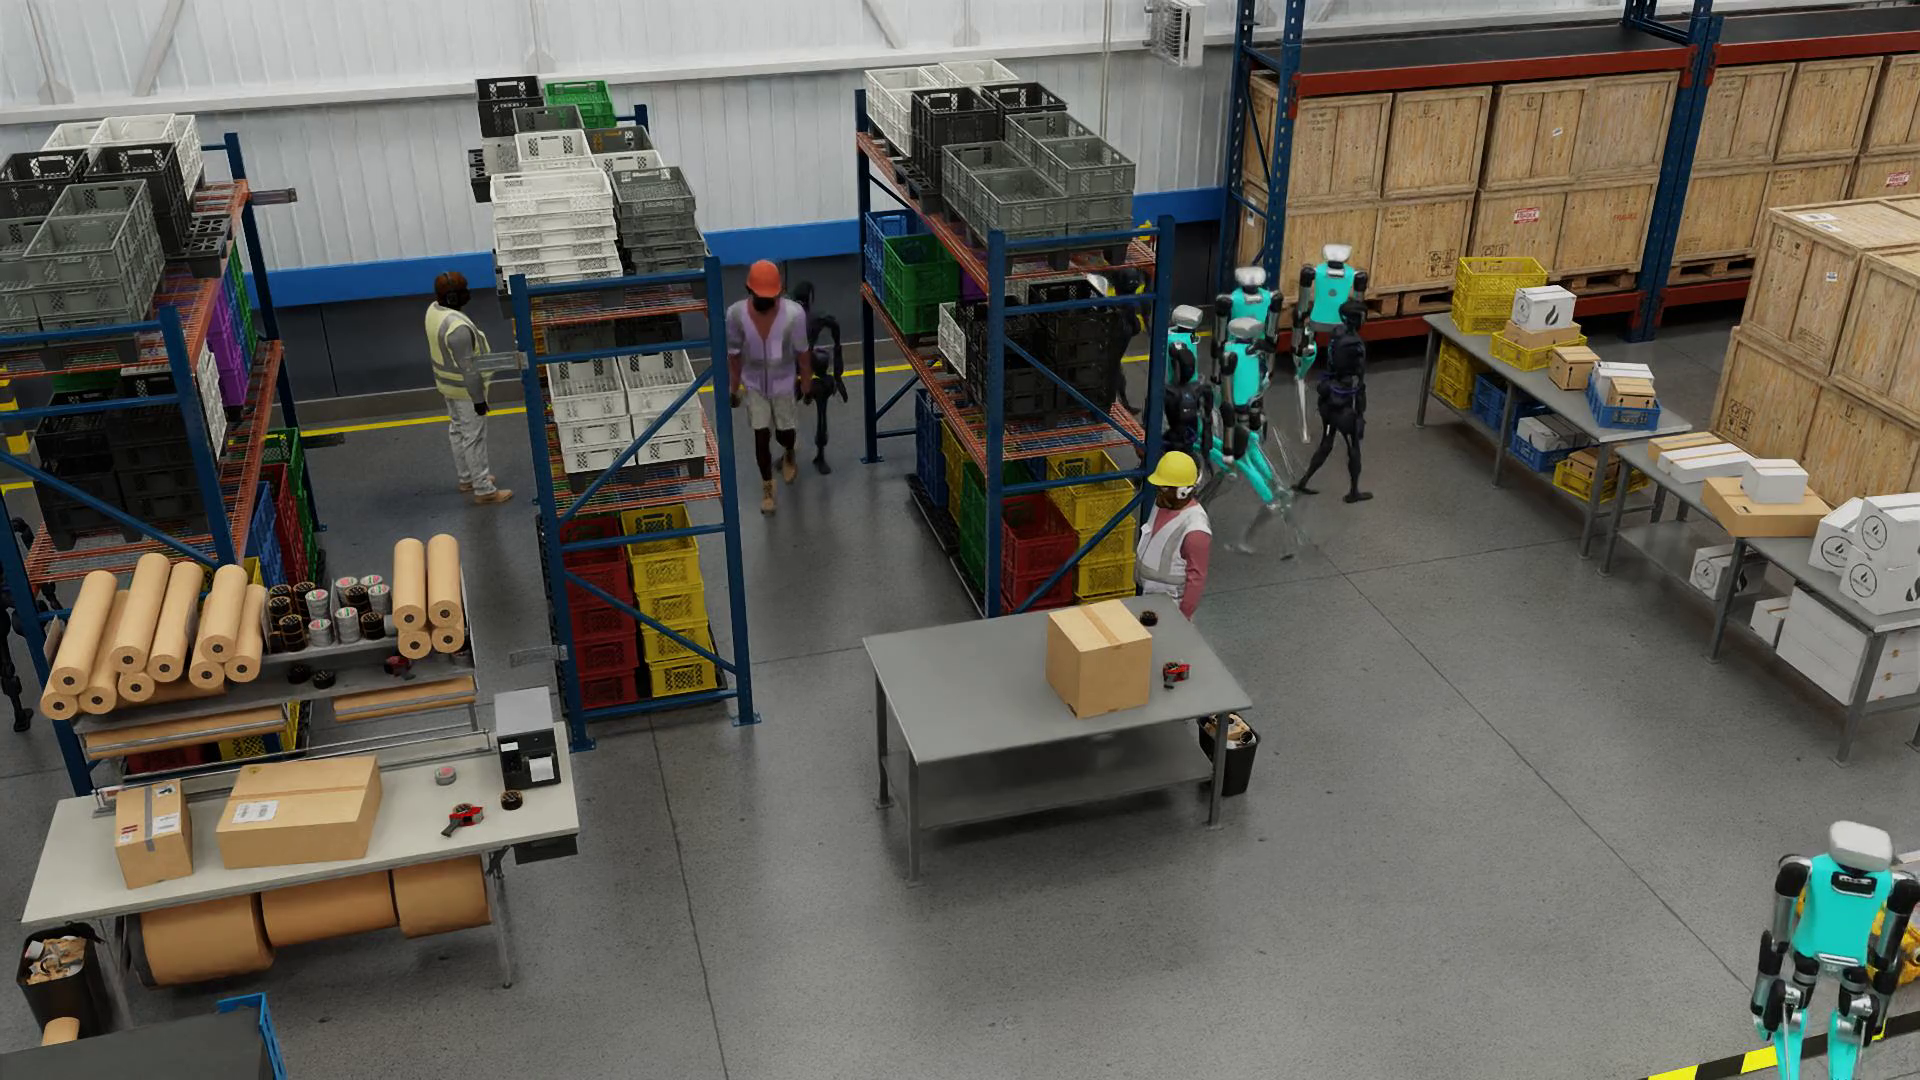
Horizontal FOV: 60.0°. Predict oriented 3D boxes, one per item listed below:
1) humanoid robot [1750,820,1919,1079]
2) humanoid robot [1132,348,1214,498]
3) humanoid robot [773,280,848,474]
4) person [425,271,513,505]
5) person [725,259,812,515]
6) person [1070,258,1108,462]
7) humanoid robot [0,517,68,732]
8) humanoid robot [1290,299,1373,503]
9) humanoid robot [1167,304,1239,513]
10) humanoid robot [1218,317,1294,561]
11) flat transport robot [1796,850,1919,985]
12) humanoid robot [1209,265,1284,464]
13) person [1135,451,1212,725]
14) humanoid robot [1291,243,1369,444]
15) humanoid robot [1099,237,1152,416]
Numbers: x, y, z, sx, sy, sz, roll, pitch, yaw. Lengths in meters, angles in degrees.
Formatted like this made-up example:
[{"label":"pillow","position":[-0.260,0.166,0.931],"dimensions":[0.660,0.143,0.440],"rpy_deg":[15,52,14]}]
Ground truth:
[{"label":"humanoid robot","position":[3.559,2.086,6.870],"dimensions":[0.535,1.793,0.809],"rpy_deg":[8,30,14]},{"label":"humanoid robot","position":[1.507,-0.583,11.769],"dimensions":[0.609,1.656,0.322],"rpy_deg":[-10,30,-17]},{"label":"humanoid robot","position":[-1.196,-1.284,13.036],"dimensions":[0.627,1.630,0.387],"rpy_deg":[-1,29,-1]},{"label":"person","position":[-3.748,-1.157,12.635],"dimensions":[0.429,1.843,0.624],"rpy_deg":[-20,34,-31]},{"label":"person","position":[-1.434,-1.194,12.522],"dimensions":[0.633,2.013,0.595],"rpy_deg":[1,29,1]},{"label":"person","position":[0.939,-1.454,13.166],"dimensions":[0.573,1.860,0.726],"rpy_deg":[-12,31,-20]},{"label":"humanoid robot","position":[-5.732,0.382,9.991],"dimensions":[0.599,1.655,0.315],"rpy_deg":[-4,29,-7]},{"label":"humanoid robot","position":[2.903,-1.061,12.661],"dimensions":[0.599,1.656,0.588],"rpy_deg":[-7,30,-13]},{"label":"humanoid robot","position":[1.822,-0.884,12.106],"dimensions":[0.735,1.677,0.533],"rpy_deg":[6,29,11]},{"label":"humanoid robot","position":[2.200,-0.628,11.902],"dimensions":[0.774,1.880,0.575],"rpy_deg":[19,34,30]},{"label":"flat transport robot","position":[5.163,1.916,8.676],"dimensions":[1.431,0.231,0.659],"rpy_deg":[-8,30,-14]},{"label":"humanoid robot","position":[2.170,-1.349,13.126],"dimensions":[0.541,1.828,0.657],"rpy_deg":[-5,29,-8]},{"label":"person","position":[1.251,0.302,9.988],"dimensions":[0.404,1.833,0.589],"rpy_deg":[-9,30,-16]},{"label":"humanoid robot","position":[2.962,-1.603,13.571],"dimensions":[0.547,1.810,0.669],"rpy_deg":[4,29,8]},{"label":"humanoid robot","position":[1.355,-1.870,14.150],"dimensions":[0.588,1.627,0.747],"rpy_deg":[-13,31,-22]}]
